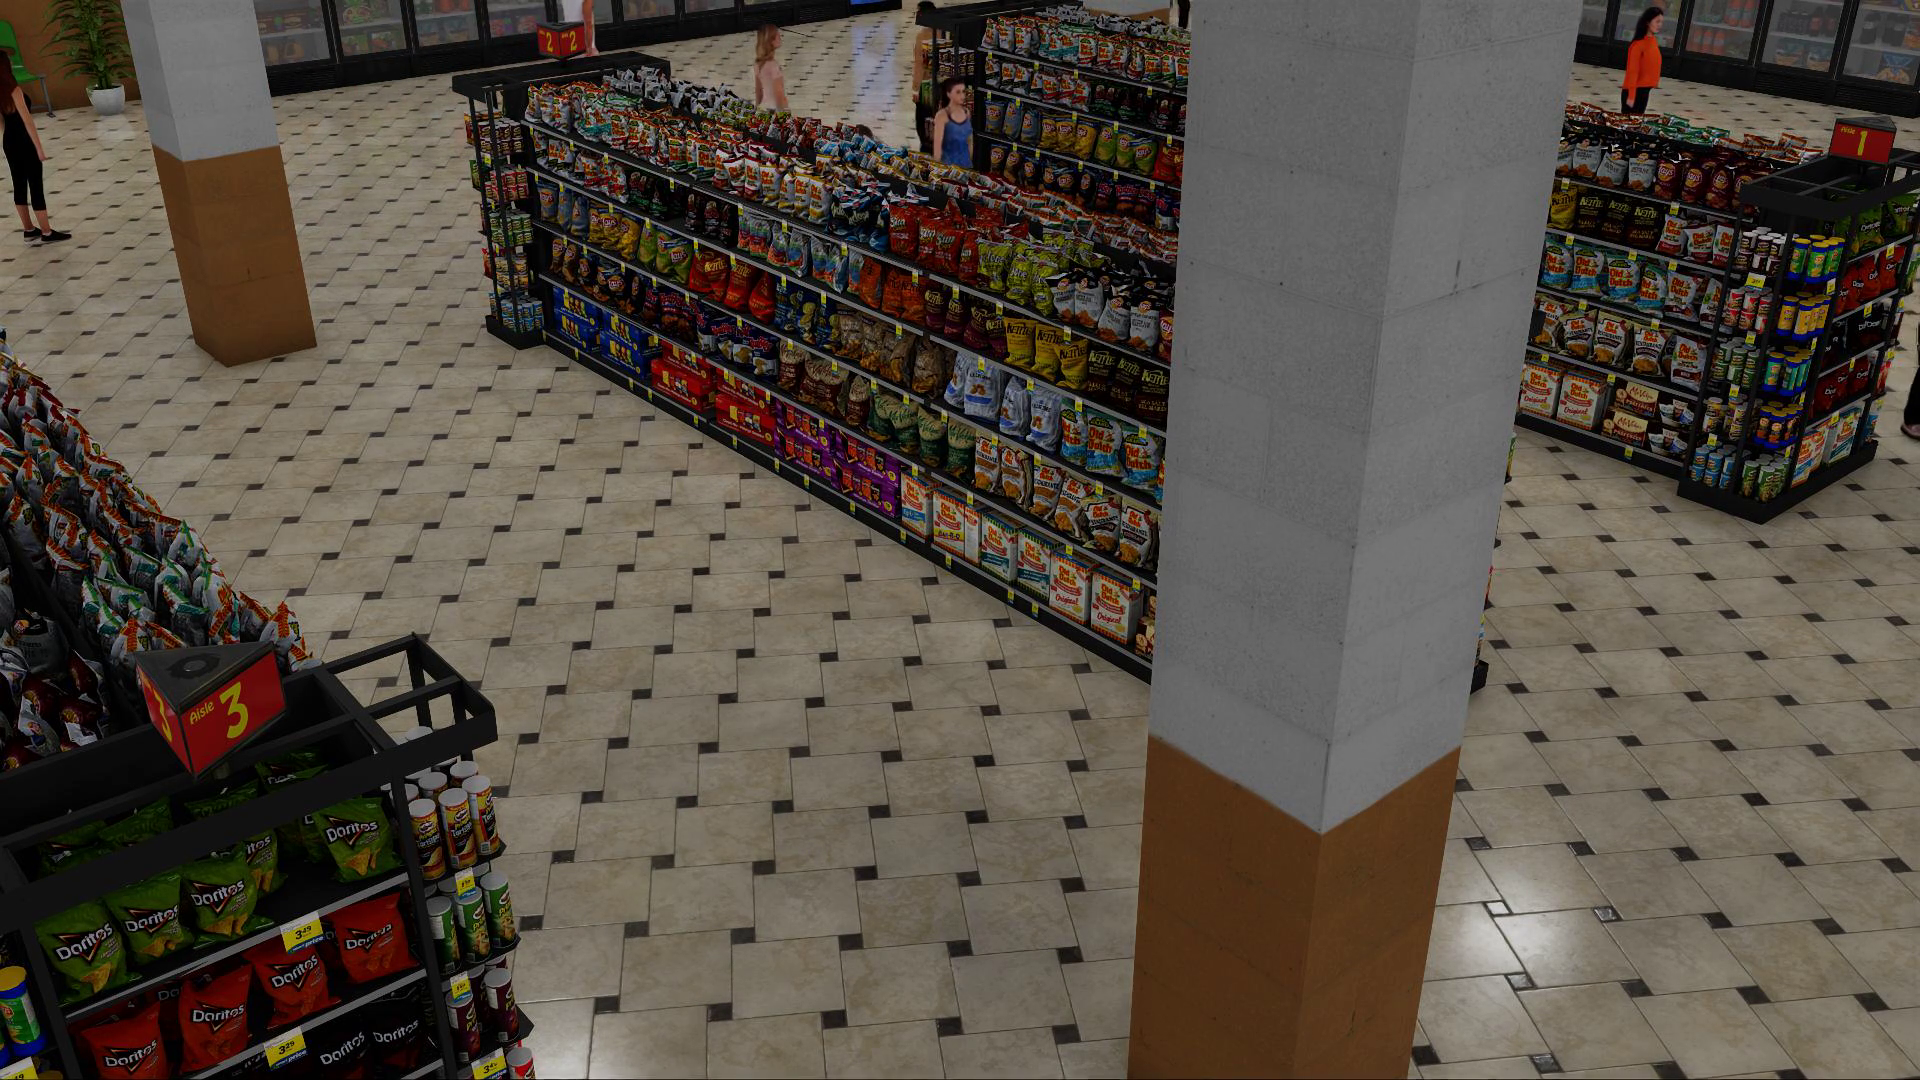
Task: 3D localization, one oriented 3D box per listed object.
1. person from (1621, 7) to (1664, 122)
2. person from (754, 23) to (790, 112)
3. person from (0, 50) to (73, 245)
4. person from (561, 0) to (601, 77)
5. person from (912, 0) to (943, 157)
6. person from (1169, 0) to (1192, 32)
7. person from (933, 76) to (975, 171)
[{"bbox_3d":[6.884,-4.540,16.960,0.600,1.749,0.652,22,34,36],"label":"person"},{"bbox_3d":[-1.880,-3.899,15.633,0.794,1.805,0.887,-10,29,-19],"label":"person"},{"bbox_3d":[-8.505,-3.557,15.047,0.572,1.726,0.700,13,30,23],"label":"person"},{"bbox_3d":[-4.489,-5.763,19.368,1.033,1.751,0.901,15,31,27],"label":"person"},{"bbox_3d":[-0.262,-4.693,17.263,0.921,1.747,0.853,10,28,18],"label":"person"},{"bbox_3d":[2.917,-7.803,23.337,0.704,1.802,0.841,-23,35,-37],"label":"person"},{"bbox_3d":[-0.086,-3.261,14.607,0.596,1.596,0.860,-24,35,-38],"label":"person"}]
